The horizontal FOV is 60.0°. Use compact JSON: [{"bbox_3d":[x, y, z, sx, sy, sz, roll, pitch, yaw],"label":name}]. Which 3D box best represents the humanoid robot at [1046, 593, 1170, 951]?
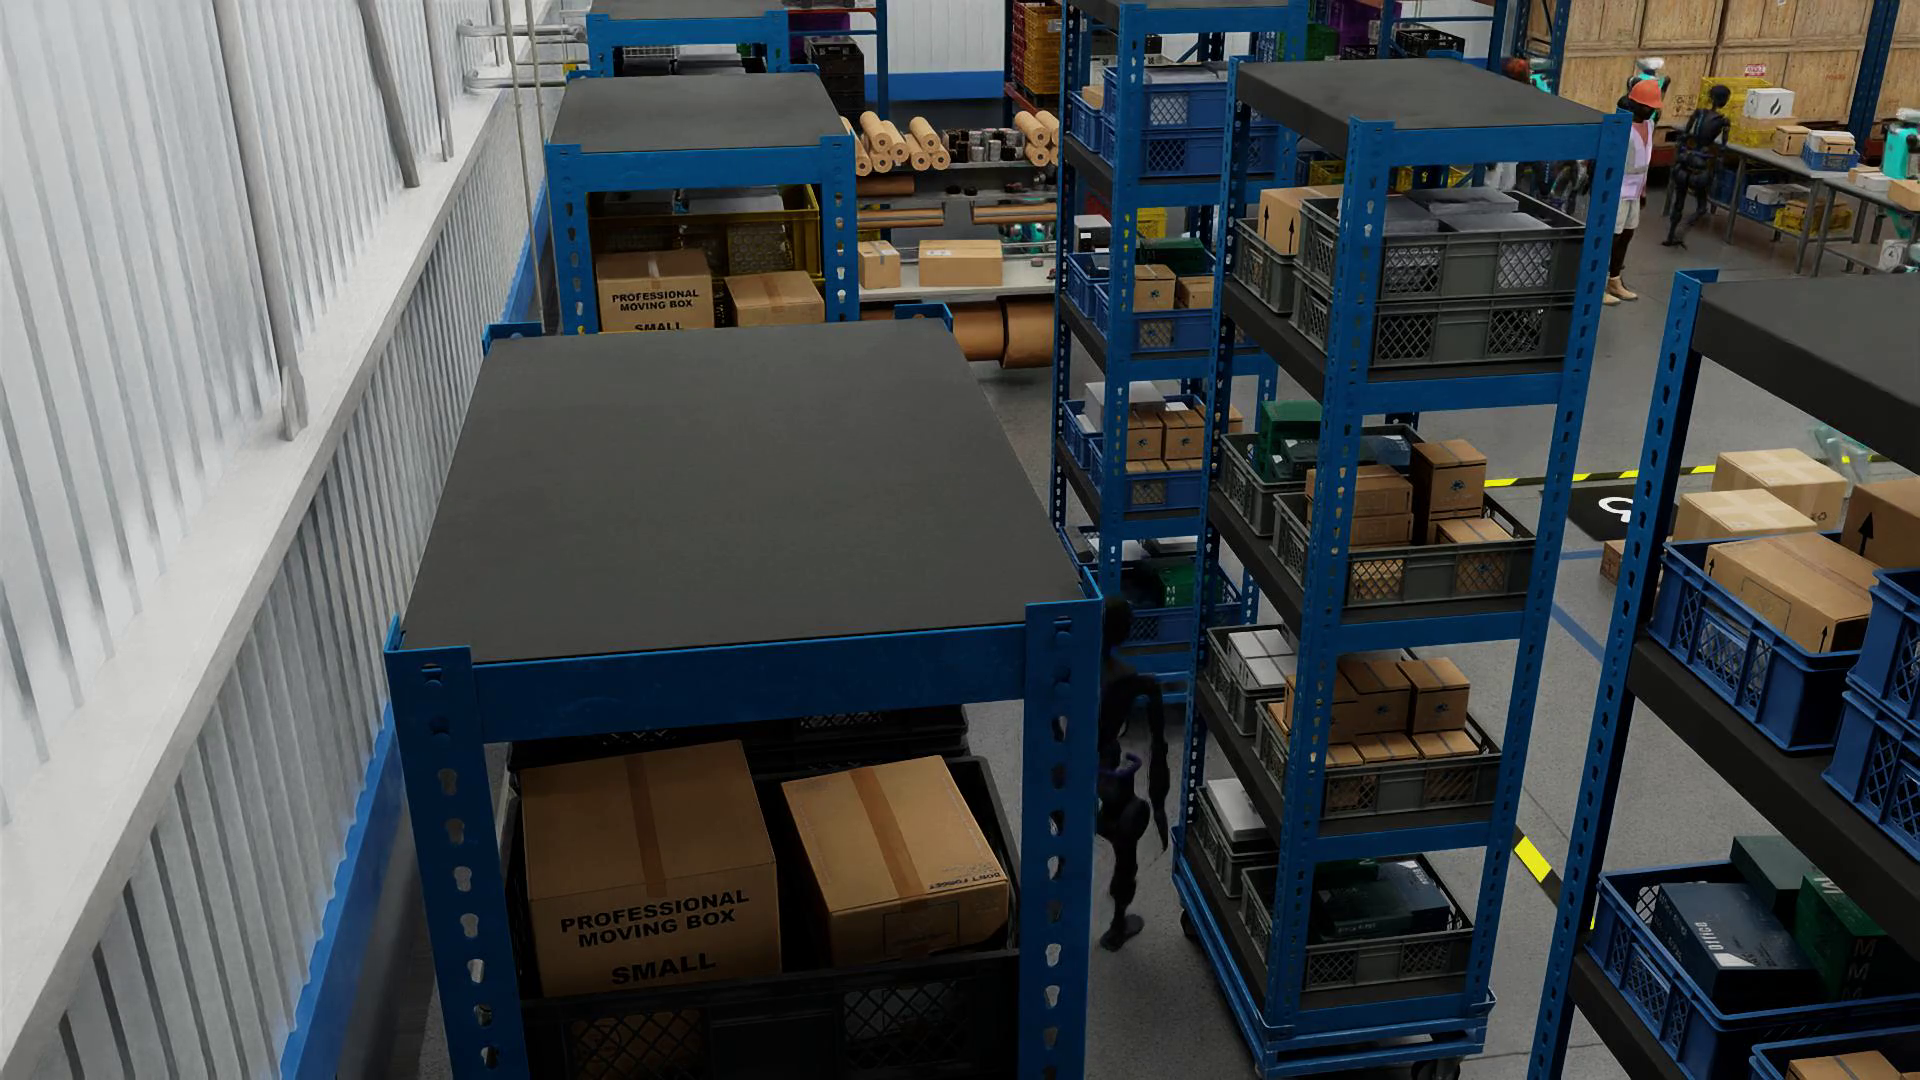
[{"bbox_3d":[0.511,1.000,6.476,0.588,1.631,0.697,16,29,30],"label":"humanoid robot"}]

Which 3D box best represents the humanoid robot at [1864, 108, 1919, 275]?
[{"bbox_3d":[8.697,-3.065,15.200,1.004,1.731,0.541,-1,25,-2],"label":"humanoid robot"}]

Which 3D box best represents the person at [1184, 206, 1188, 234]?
[{"bbox_3d":[2.396,-3.549,16.141,0.592,1.831,0.403,8,26,16],"label":"person"}]

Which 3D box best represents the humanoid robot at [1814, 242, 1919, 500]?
[{"bbox_3d":[5.915,-1.003,10.783,0.785,1.828,0.560,-7,26,-14],"label":"humanoid robot"}]

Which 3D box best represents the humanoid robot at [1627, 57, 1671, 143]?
[{"bbox_3d":[7.099,-4.314,17.895,0.533,1.777,0.772,-11,27,-22],"label":"humanoid robot"}]

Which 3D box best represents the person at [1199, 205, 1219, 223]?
[{"bbox_3d":[2.416,-3.391,15.786,0.430,1.844,0.621,-9,26,-19],"label":"person"}]

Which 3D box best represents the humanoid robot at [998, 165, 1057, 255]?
[{"bbox_3d":[0.559,-2.767,14.567,0.541,1.767,0.901,-5,25,-11],"label":"humanoid robot"}]

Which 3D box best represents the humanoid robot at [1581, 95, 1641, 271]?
[{"bbox_3d":[6.333,-3.468,16.134,0.599,1.657,0.315,20,31,37],"label":"humanoid robot"}]

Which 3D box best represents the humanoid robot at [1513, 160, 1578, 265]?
[{"bbox_3d":[5.210,-2.887,14.894,0.601,1.648,0.384,8,26,17],"label":"humanoid robot"}]

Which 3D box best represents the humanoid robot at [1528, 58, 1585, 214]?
[{"bbox_3d":[6.343,-4.207,17.726,0.990,1.748,0.530,15,29,30],"label":"humanoid robot"}]

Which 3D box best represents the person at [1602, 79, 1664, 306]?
[{"bbox_3d":[6.010,-3.115,14.976,0.609,2.028,0.404,-20,32,-37],"label":"person"}]

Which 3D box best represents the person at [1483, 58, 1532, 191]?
[{"bbox_3d":[5.554,-4.006,17.094,0.501,1.864,0.624,20,31,36],"label":"person"}]

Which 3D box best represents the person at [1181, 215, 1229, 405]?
[{"bbox_3d":[1.638,-1.259,11.141,0.398,1.851,0.594,-3,25,-6],"label":"person"}]

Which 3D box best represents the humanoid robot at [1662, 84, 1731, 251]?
[{"bbox_3d":[7.417,-3.755,16.788,0.381,1.665,0.609,-10,26,-20],"label":"humanoid robot"}]
